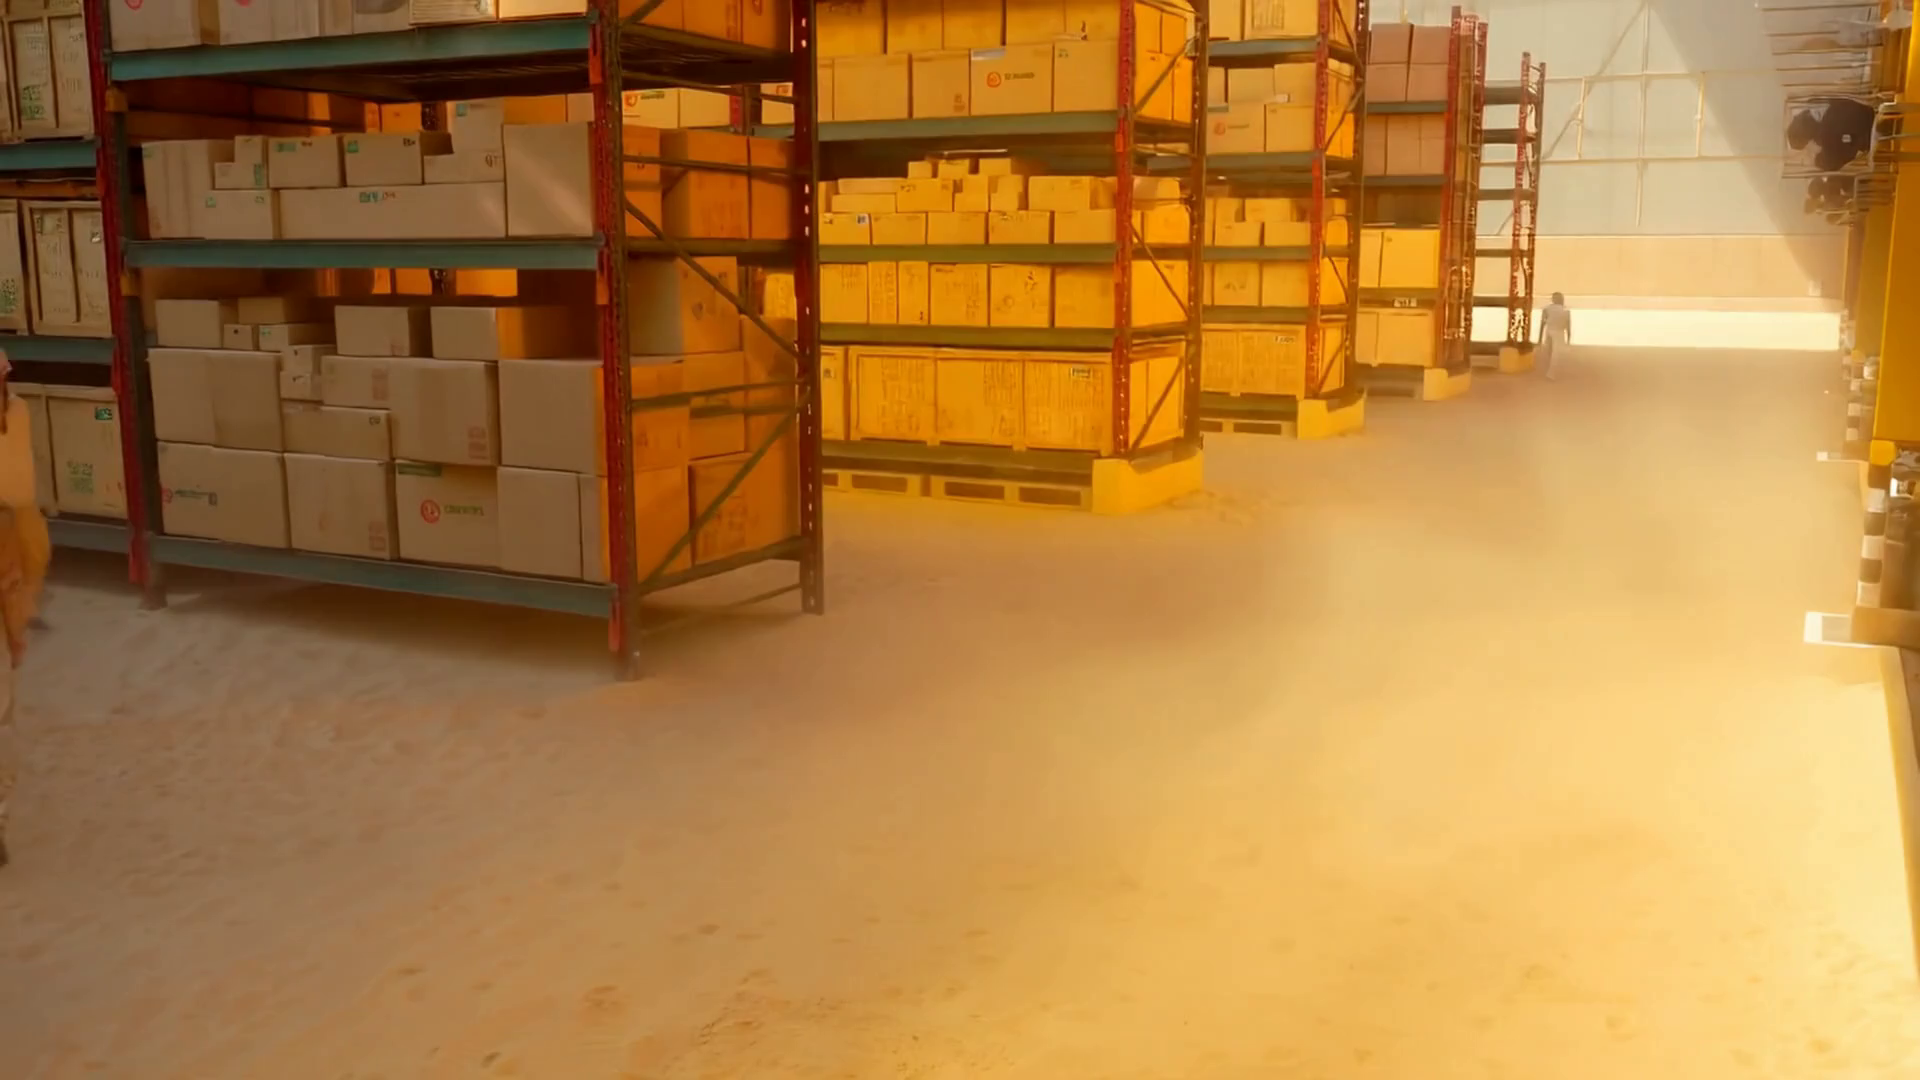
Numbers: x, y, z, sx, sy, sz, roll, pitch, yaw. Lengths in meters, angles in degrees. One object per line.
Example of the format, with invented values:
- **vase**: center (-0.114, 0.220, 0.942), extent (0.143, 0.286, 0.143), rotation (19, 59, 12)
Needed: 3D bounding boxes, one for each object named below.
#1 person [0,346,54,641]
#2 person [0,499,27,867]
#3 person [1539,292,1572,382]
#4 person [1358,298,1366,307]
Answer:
- **person**: center (-5.698, -0.268, 9.879), extent (0.478, 1.815, 0.597), rotation (5, 11, 25)
- **person**: center (-3.932, 0.361, 6.543), extent (0.491, 1.706, 0.865), rotation (-5, 11, -24)
- **person**: center (10.890, -3.706, 30.351), extent (0.540, 1.604, 0.791), rotation (7, 12, 35)
- **person**: center (7.801, -4.192, 32.325), extent (0.683, 1.914, 0.560), rotation (5, 11, 26)
